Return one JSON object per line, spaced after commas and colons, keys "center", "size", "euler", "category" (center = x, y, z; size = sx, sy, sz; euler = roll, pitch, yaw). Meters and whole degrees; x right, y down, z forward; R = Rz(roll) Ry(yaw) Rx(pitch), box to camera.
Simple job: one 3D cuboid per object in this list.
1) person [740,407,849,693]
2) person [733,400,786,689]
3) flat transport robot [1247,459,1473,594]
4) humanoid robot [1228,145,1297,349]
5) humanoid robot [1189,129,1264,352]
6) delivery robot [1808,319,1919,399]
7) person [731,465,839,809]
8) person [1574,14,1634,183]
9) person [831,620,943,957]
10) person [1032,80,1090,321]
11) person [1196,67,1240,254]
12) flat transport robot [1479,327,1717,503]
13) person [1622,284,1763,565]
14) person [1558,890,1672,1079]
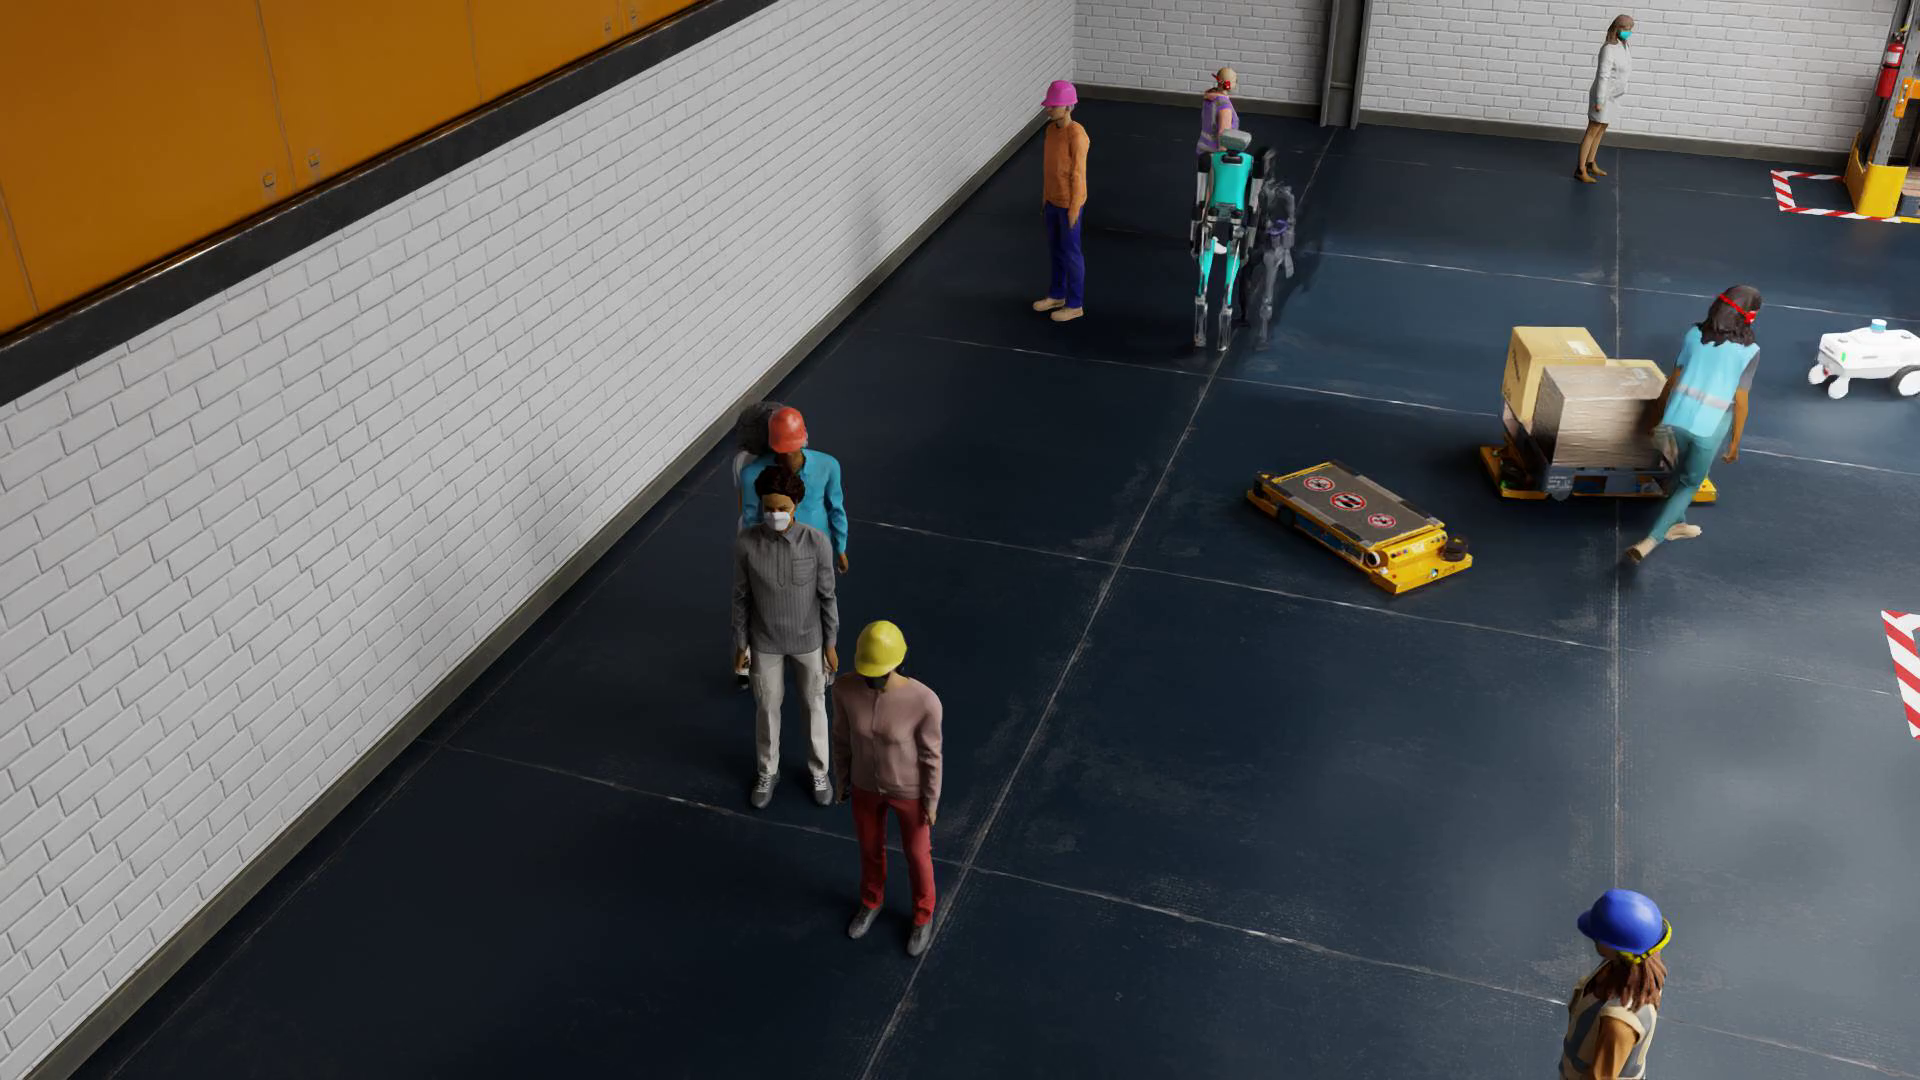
{"center": [-0.892, 0.055, 9.076], "size": [0.572, 1.741, 0.347], "euler": [-7, 31, -12], "category": "person"}
{"center": [-1.063, -0.014, 9.290], "size": [0.439, 1.646, 0.880], "euler": [9, 32, 14], "category": "person"}
{"center": [2.581, -0.122, 10.833], "size": [0.659, 0.231, 1.431], "euler": [-17, 34, -26], "category": "flat transport robot"}
{"center": [2.432, -2.364, 13.280], "size": [0.609, 1.642, 0.406], "euler": [19, 36, 29], "category": "humanoid robot"}
{"center": [2.035, -2.243, 12.997], "size": [0.547, 1.786, 0.779], "euler": [7, 31, 12], "category": "humanoid robot"}
{"center": [6.977, -1.391, 12.717], "size": [0.775, 0.601, 0.499], "euler": [-4, 31, -7], "category": "delivery robot"}
{"center": [-0.857, 0.479, 8.204], "size": [0.530, 1.899, 0.395], "euler": [-1, 30, -2], "category": "person"}
{"center": [6.570, -4.479, 16.866], "size": [0.337, 1.661, 0.497], "euler": [23, 38, 34], "category": "person"}
{"center": [-0.320, 1.091, 7.302], "size": [0.519, 1.758, 0.346], "euler": [10, 32, 17], "category": "person"}
{"center": [0.837, -2.793, 13.702], "size": [0.395, 1.981, 0.513], "euler": [-16, 34, -26], "category": "person"}
{"center": [2.316, -3.436, 15.072], "size": [0.344, 1.686, 0.480], "euler": [-7, 31, -12], "category": "person"}
{"center": [4.390, -0.503, 11.481], "size": [1.431, 0.231, 0.659], "euler": [1, 30, 2], "category": "flat transport robot"}
{"center": [4.511, -0.690, 10.274], "size": [0.838, 1.833, 0.574], "euler": [-18, 35, -27], "category": "person"}
{"center": [2.218, 1.928, 5.865], "size": [0.337, 1.770, 0.464], "euler": [14, 33, 23], "category": "person"}
